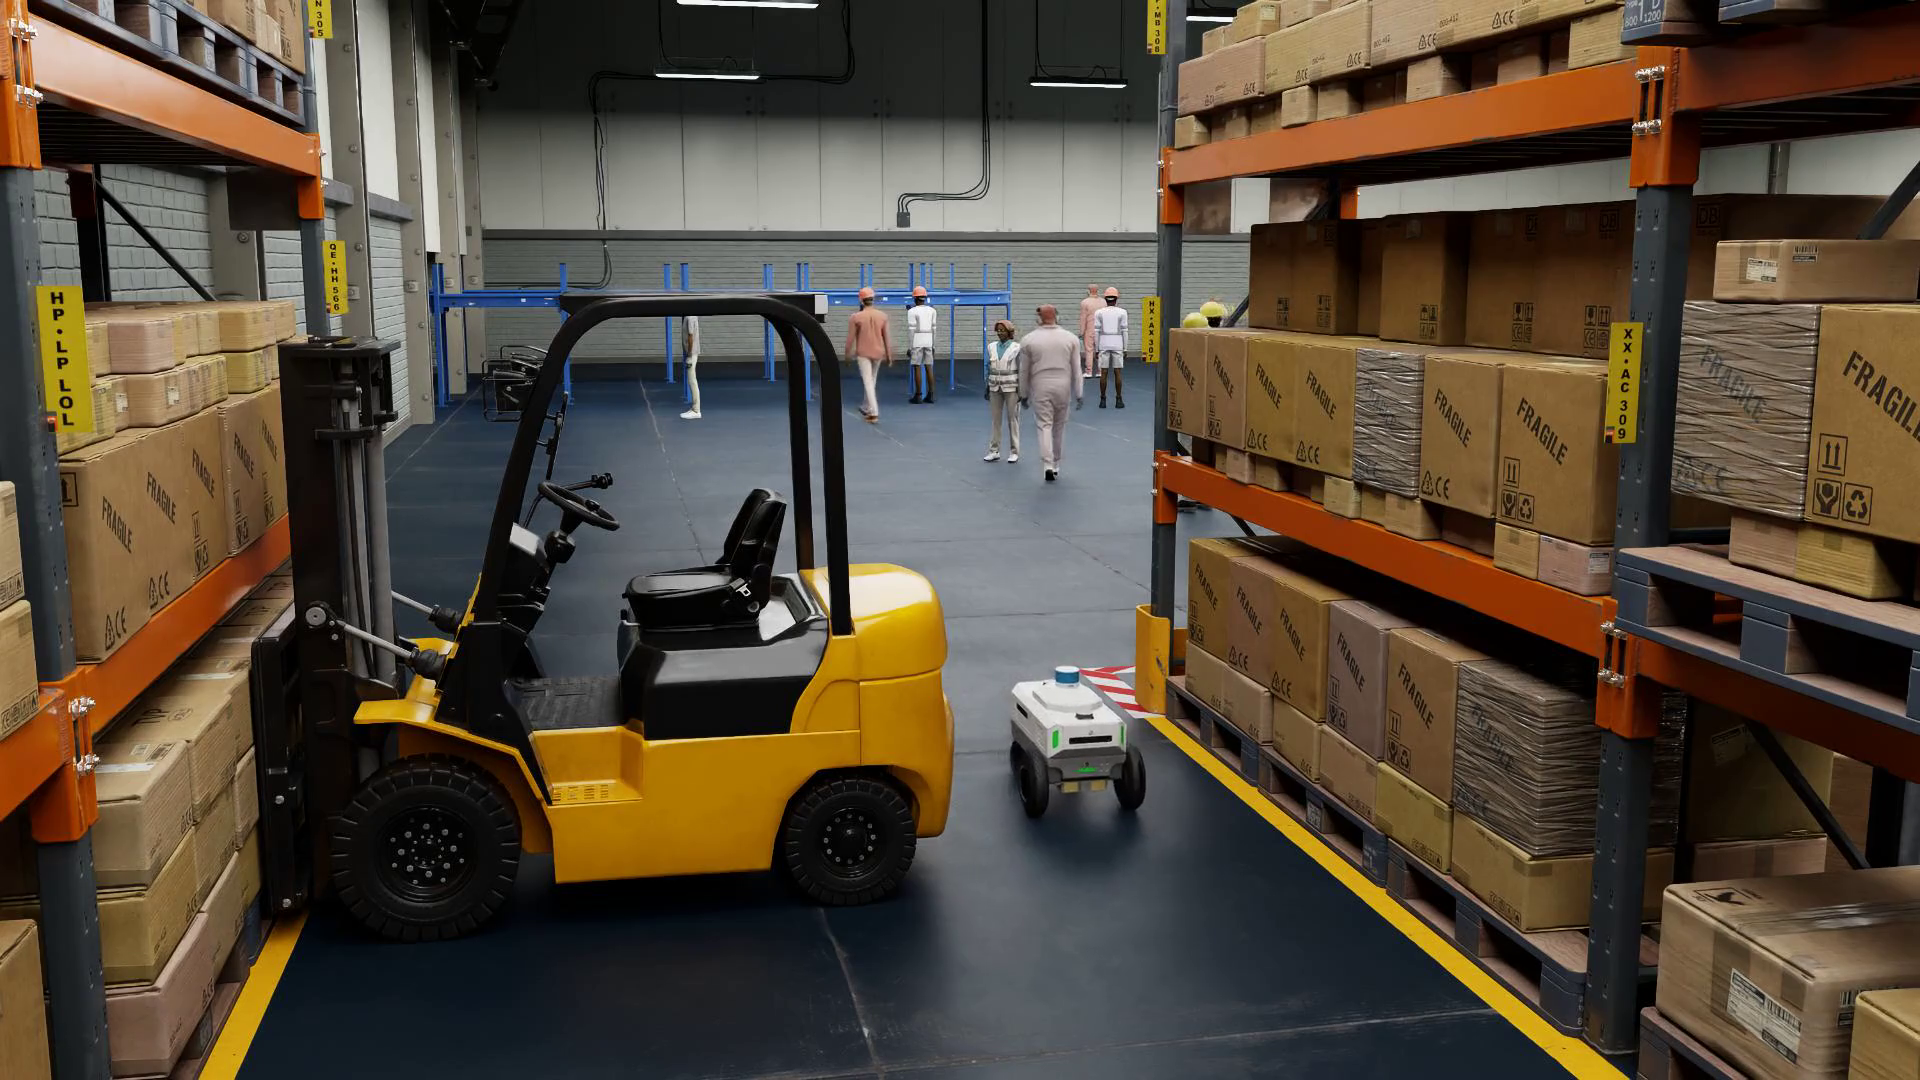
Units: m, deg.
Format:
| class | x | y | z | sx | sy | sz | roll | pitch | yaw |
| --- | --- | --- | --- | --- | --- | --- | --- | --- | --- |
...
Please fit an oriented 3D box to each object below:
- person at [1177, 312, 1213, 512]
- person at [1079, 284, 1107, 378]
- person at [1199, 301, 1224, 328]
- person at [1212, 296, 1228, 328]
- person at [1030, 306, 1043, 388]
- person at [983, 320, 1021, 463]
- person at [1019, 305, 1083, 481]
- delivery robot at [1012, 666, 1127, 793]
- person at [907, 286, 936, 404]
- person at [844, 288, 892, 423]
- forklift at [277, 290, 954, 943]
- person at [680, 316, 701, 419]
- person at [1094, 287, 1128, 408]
| class | x | y | z | sx | sy | sz | roll | pitch | yaw |
| --- | --- | --- | --- | --- | --- | --- | --- | --- | --- |
| person | 2.178 | -1.185 | 15.401 | 0.589 | 1.834 | 0.404 | -9 | 13 | -42 |
| person | 2.701 | -4.260 | 33.926 | 0.652 | 1.906 | 0.402 | -5 | 10 | -26 |
| person | 2.689 | -1.511 | 17.214 | 0.692 | 1.902 | 0.592 | -2 | 9 | -9 |
| person | 5.429 | -4.340 | 35.224 | 0.522 | 1.638 | 0.310 | -2 | 9 | -11 |
| person | 1.248 | -2.541 | 24.123 | 0.392 | 1.688 | 0.536 | -6 | 11 | -32 |
| person | 0.513 | -1.718 | 19.282 | 0.520 | 1.648 | 0.336 | 5 | 11 | 29 |
| person | 0.968 | -1.587 | 17.794 | 0.663 | 1.859 | 0.980 | -1 | 9 | -4 |
| delivery robot | 0.457 | 0.783 | 7.116 | 0.477 | 0.478 | 0.707 | -2 | 9 | -12 |
| person | -0.658 | -3.247 | 27.658 | 0.551 | 1.932 | 0.378 | -7 | 12 | -36 |
| person | -1.374 | -2.708 | 24.344 | 0.665 | 1.938 | 1.020 | -5 | 11 | -29 |
| forklift | -1.179 | 0.175 | 6.143 | 2.313 | 2.155 | 1.214 | -2 | 10 | -12 |
| person | -4.053 | -2.757 | 24.901 | 0.319 | 1.866 | 0.511 | -2 | 10 | -12 |
| person | 2.430 | -3.095 | 26.742 | 0.543 | 1.933 | 0.363 | 2 | 9 | 10 |
